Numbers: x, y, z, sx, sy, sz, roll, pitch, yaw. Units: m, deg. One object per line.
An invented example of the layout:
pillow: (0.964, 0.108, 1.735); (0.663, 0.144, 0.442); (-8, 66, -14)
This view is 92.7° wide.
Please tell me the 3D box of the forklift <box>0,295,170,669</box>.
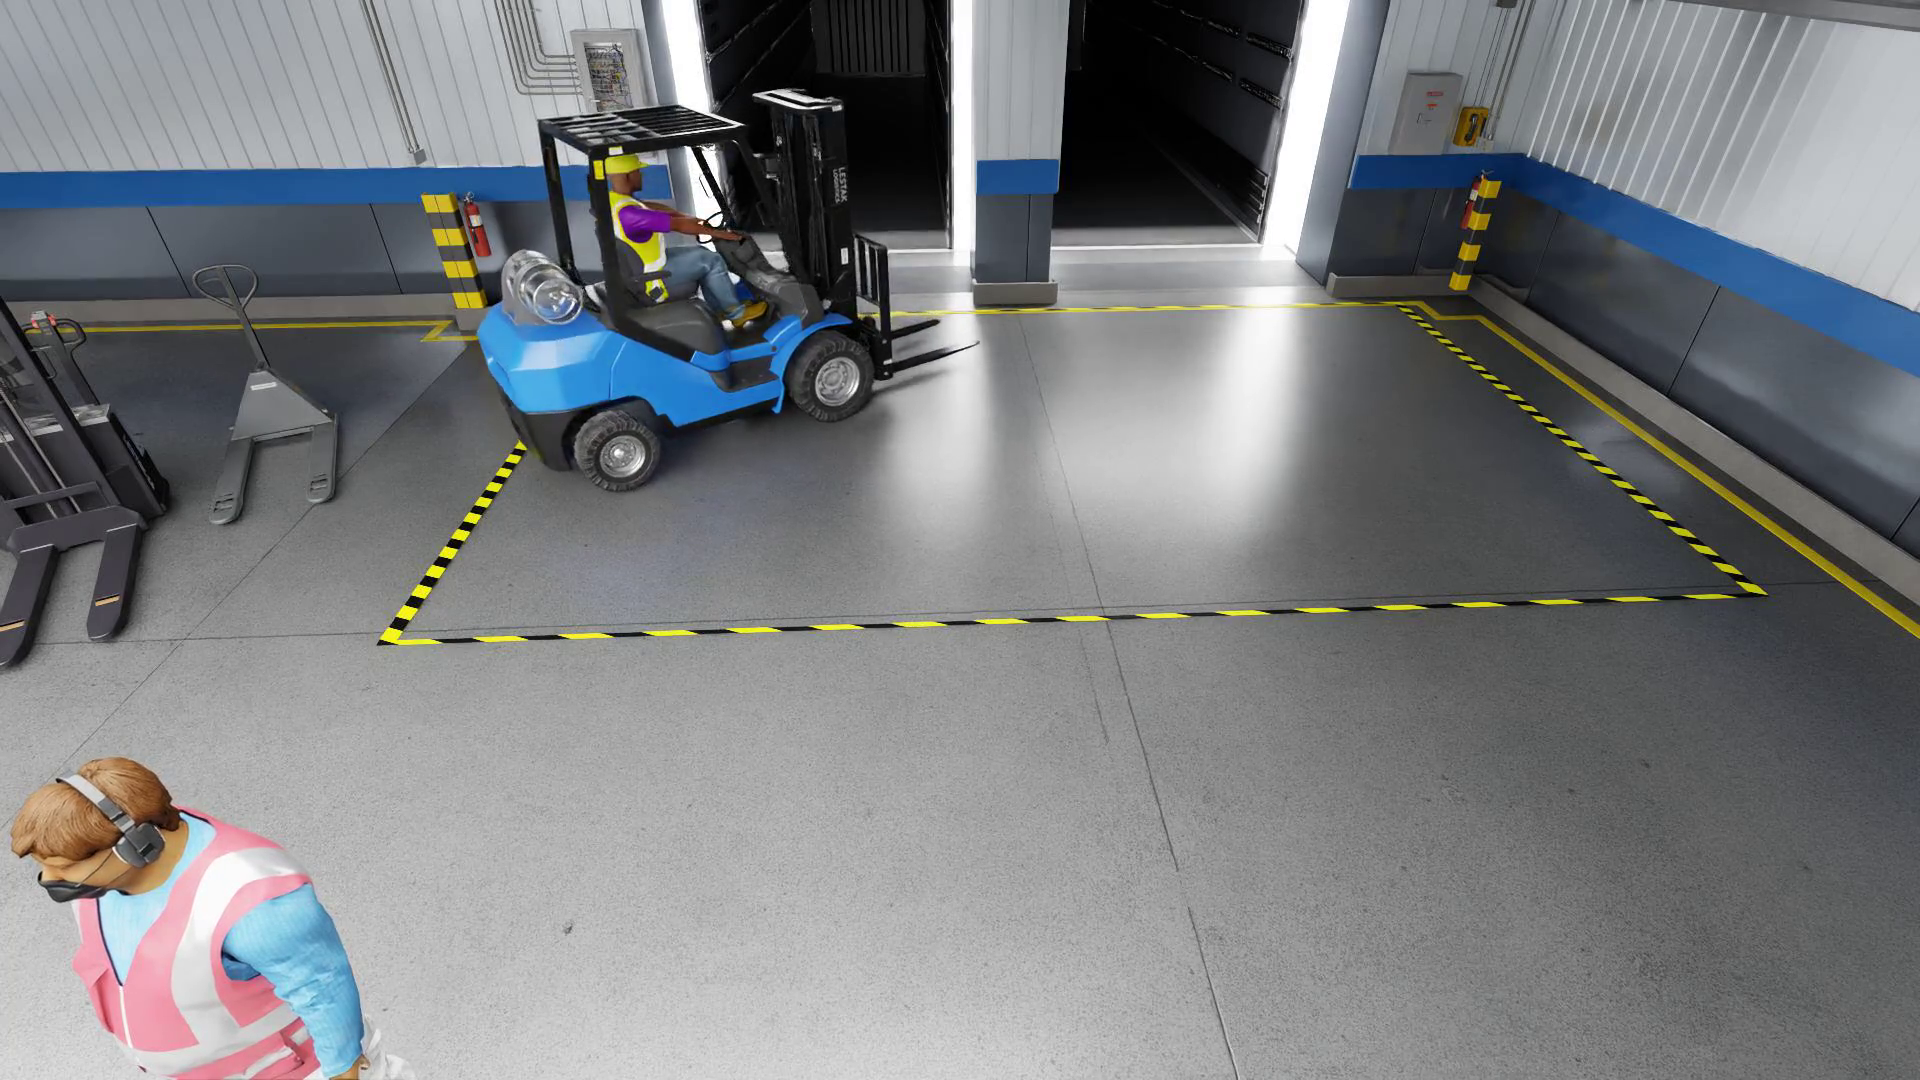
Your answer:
forklift: (-5.212, -0.618, 4.878); (0.823, 1.965, 1.885); (-20, 39, -26)

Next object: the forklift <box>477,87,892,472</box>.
forklift: (-1.931, -1.882, 6.383); (2.680, 2.036, 1.157); (-23, 41, -29)

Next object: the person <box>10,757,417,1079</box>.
person: (-1.780, 1.237, 2.348); (0.625, 1.844, 0.429); (11, 36, 15)

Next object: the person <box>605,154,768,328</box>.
person: (-1.878, -2.053, 6.301); (1.004, 1.293, 0.635); (-23, 41, -29)

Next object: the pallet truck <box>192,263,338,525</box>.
pallet truck: (-4.778, -1.027, 6.128); (0.680, 1.201, 1.601); (-17, 38, -23)
